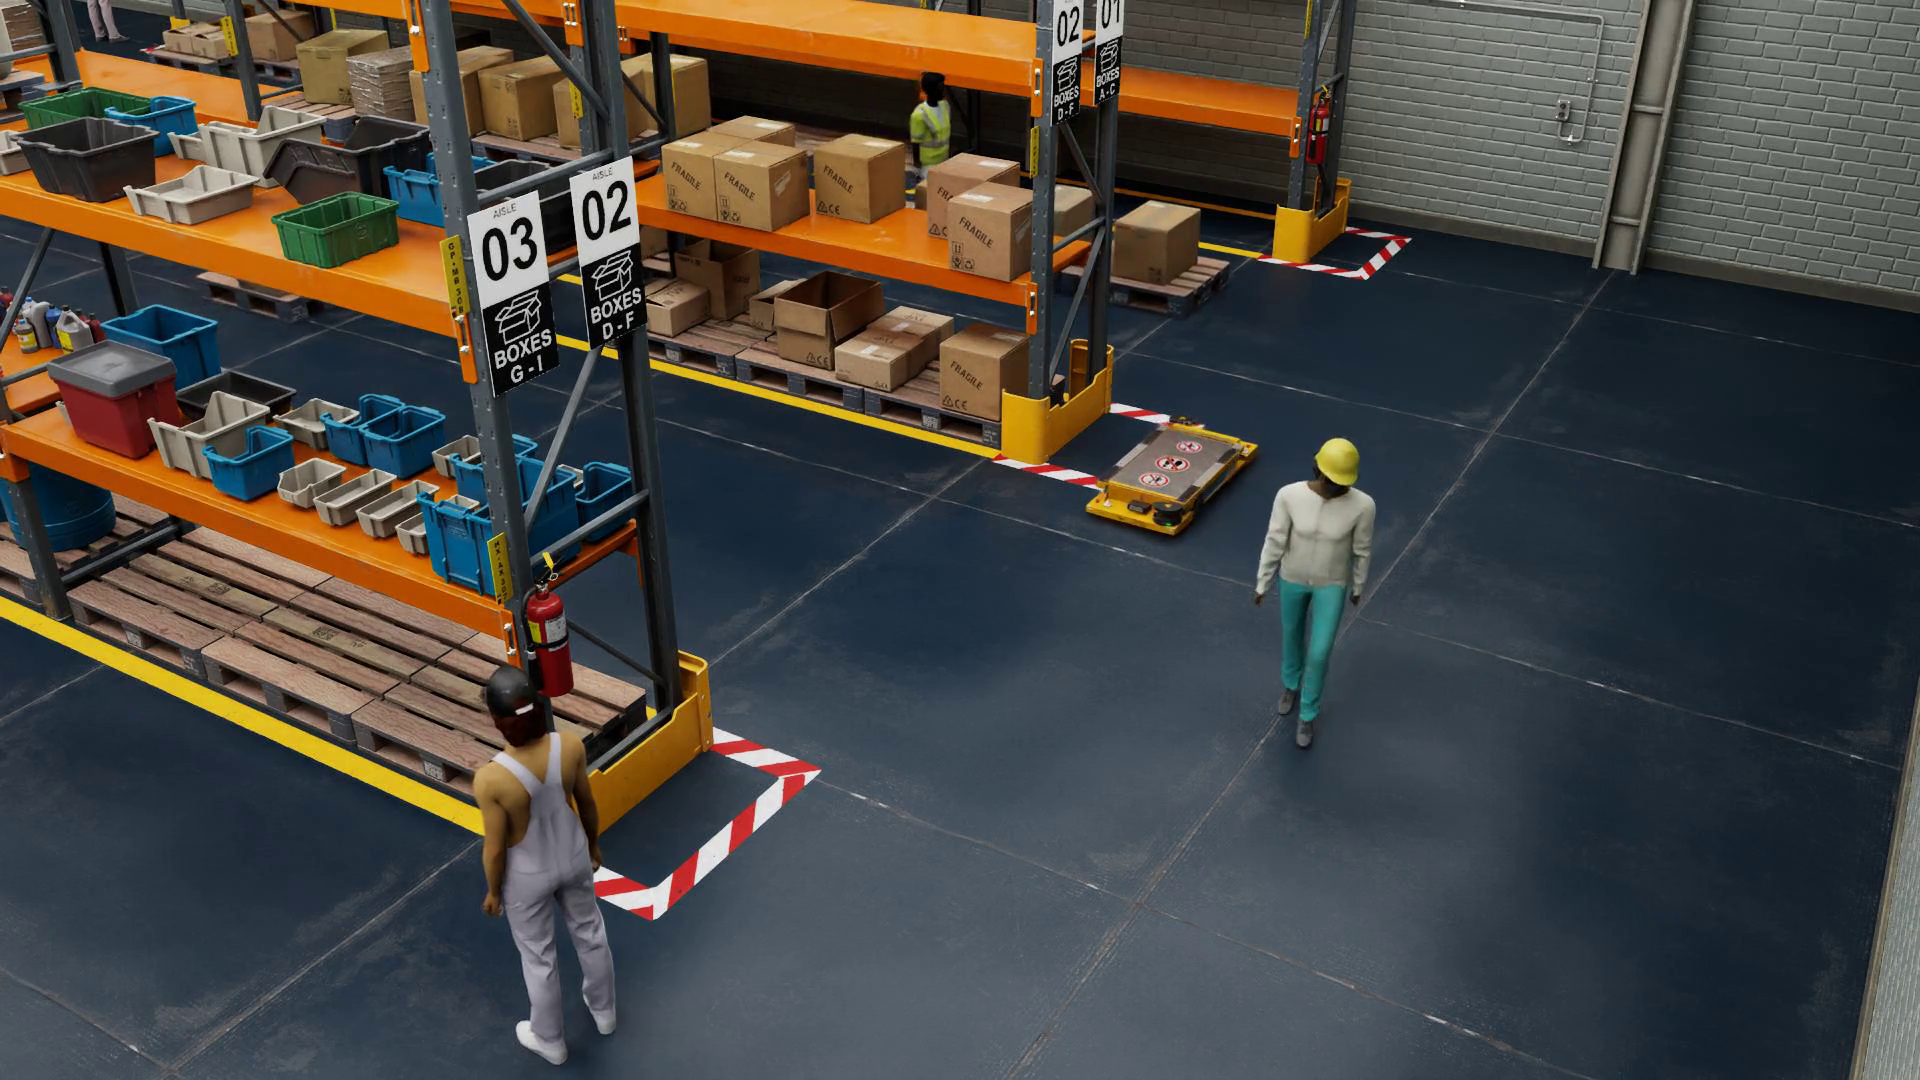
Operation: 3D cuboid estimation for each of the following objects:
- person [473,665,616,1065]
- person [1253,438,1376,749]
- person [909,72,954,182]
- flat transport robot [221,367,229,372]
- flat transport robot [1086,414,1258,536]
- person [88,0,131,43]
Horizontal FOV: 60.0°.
[{"bbox_3d":[-1.688,1.289,6.691,0.523,1.860,0.392,-22,36,-34],"label":"person"},{"bbox_3d":[1.819,0.259,8.659,0.549,1.733,0.699,11,31,19],"label":"person"},{"bbox_3d":[-0.247,-3.532,15.516,0.381,1.687,0.538,16,33,27],"label":"person"},{"bbox_3d":[-5.900,-1.119,12.641,1.431,0.231,0.659,19,34,30],"label":"flat transport robot"},{"bbox_3d":[1.483,-0.463,11.464,0.659,0.231,1.431,16,33,27],"label":"flat transport robot"},{"bbox_3d":[-12.043,-7.855,23.104,0.564,1.849,0.388,11,31,19],"label":"person"}]
